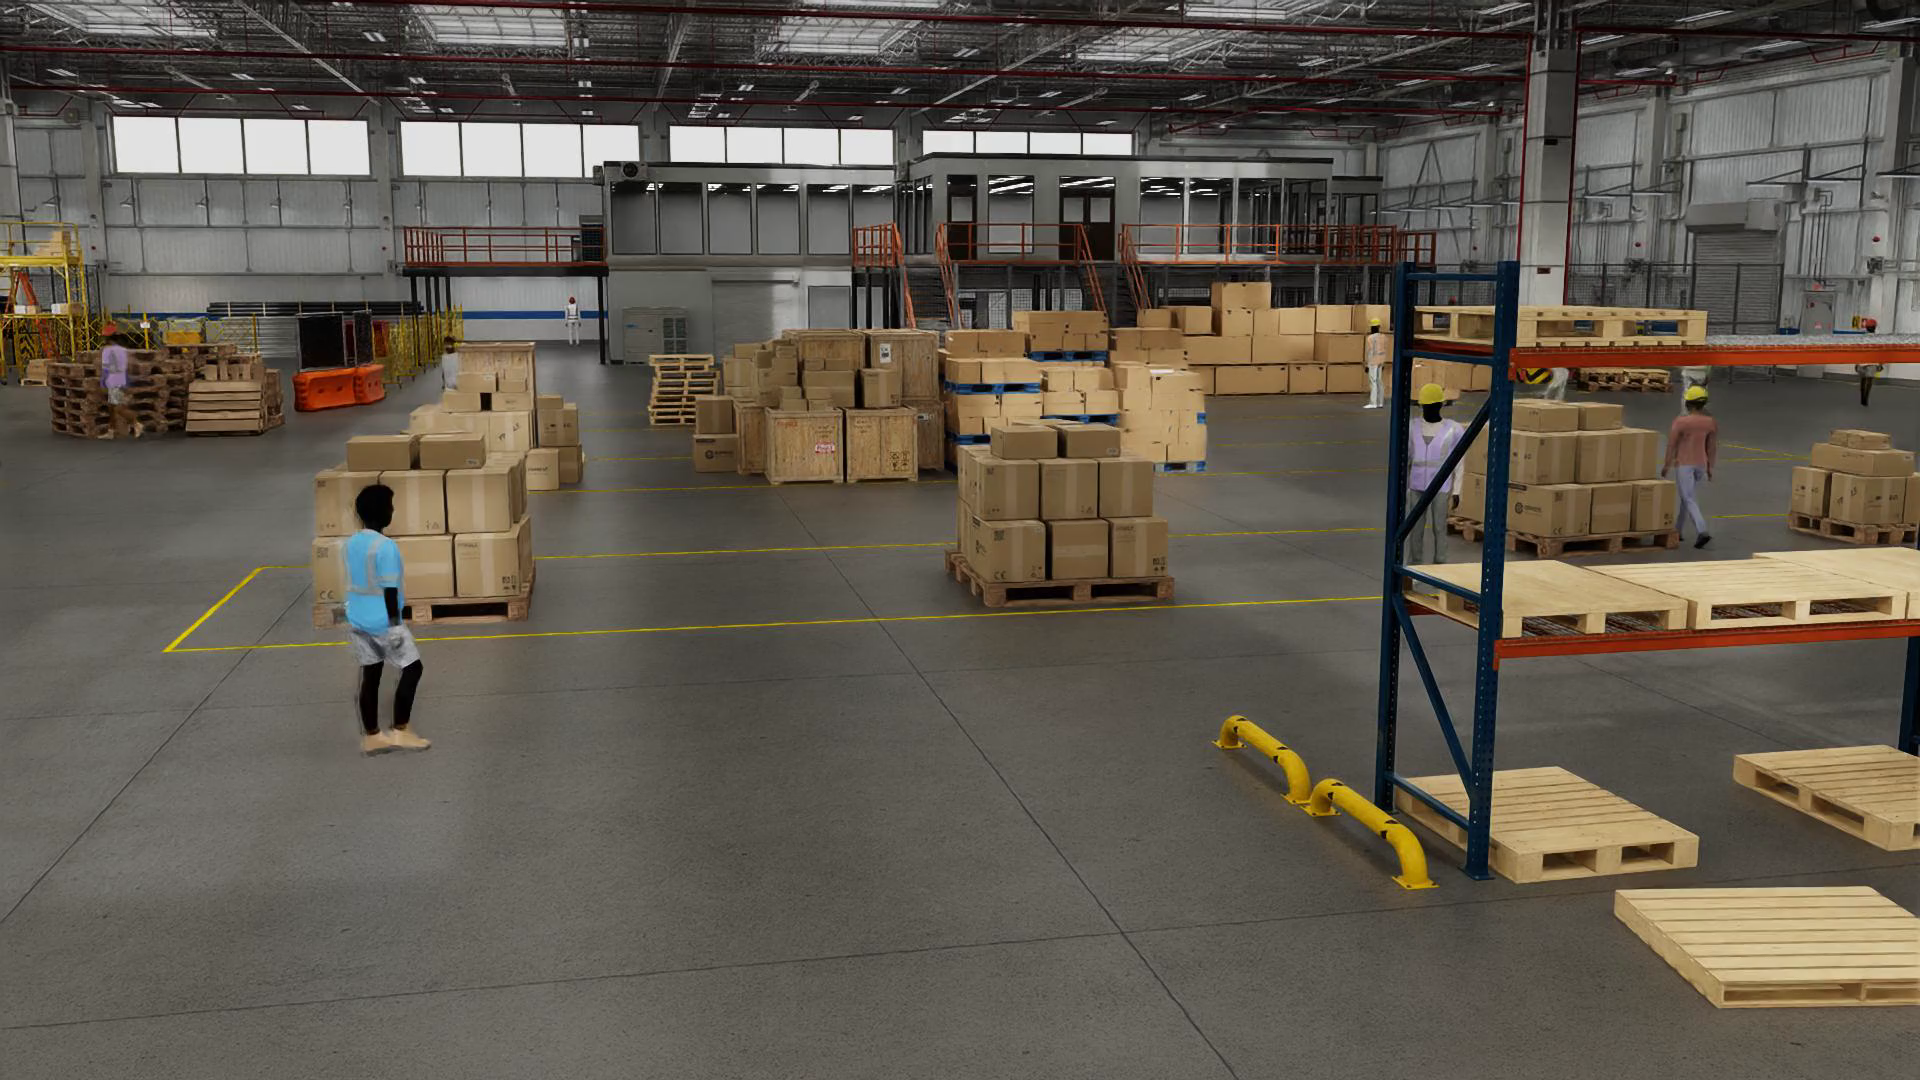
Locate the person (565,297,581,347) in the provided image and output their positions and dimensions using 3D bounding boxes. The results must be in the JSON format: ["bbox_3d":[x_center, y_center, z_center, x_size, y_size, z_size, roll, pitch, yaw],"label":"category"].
[{"bbox_3d":[-14.639,-8.247,62.927,0.575,1.882,0.355,-2,10,-15],"label":"person"}]

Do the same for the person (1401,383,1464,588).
[{"bbox_3d":[4.408,-0.507,15.614,0.594,1.924,0.382,7,11,35],"label":"person"}]

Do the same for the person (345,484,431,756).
[{"bbox_3d":[-3.509,0.489,10.233,0.555,1.685,0.483,9,13,43],"label":"person"}]

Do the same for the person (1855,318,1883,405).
[{"bbox_3d":[19.864,-3.895,36.370,0.551,1.911,0.943,6,11,33],"label":"person"}]

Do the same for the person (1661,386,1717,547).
[{"bbox_3d":[7.937,-0.802,17.998,0.525,1.734,0.857,-2,10,-13],"label":"person"}]

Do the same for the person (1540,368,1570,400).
[{"bbox_3d":[12.542,-3.665,34.860,0.650,1.927,0.505,-6,11,-33],"label":"person"}]

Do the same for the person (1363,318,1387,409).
[{"bbox_3d":[8.837,-3.763,35.460,0.594,1.925,0.376,-8,12,-41],"label":"person"}]

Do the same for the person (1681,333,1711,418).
[{"bbox_3d":[14.214,-3.193,32.068,0.612,1.893,1.013,8,12,41],"label":"person"}]

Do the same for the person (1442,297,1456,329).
[{"bbox_3d":[17.277,-7.540,58.437,0.609,1.954,1.005,5,11,29],"label":"person"}]

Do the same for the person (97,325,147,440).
[{"bbox_3d":[-14.554,-2.710,28.764,0.887,2.021,0.611,0,9,0],"label":"person"}]

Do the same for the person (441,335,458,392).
[{"bbox_3d":[-8.720,-2.579,28.467,0.505,1.855,0.423,3,10,20],"label":"person"}]
